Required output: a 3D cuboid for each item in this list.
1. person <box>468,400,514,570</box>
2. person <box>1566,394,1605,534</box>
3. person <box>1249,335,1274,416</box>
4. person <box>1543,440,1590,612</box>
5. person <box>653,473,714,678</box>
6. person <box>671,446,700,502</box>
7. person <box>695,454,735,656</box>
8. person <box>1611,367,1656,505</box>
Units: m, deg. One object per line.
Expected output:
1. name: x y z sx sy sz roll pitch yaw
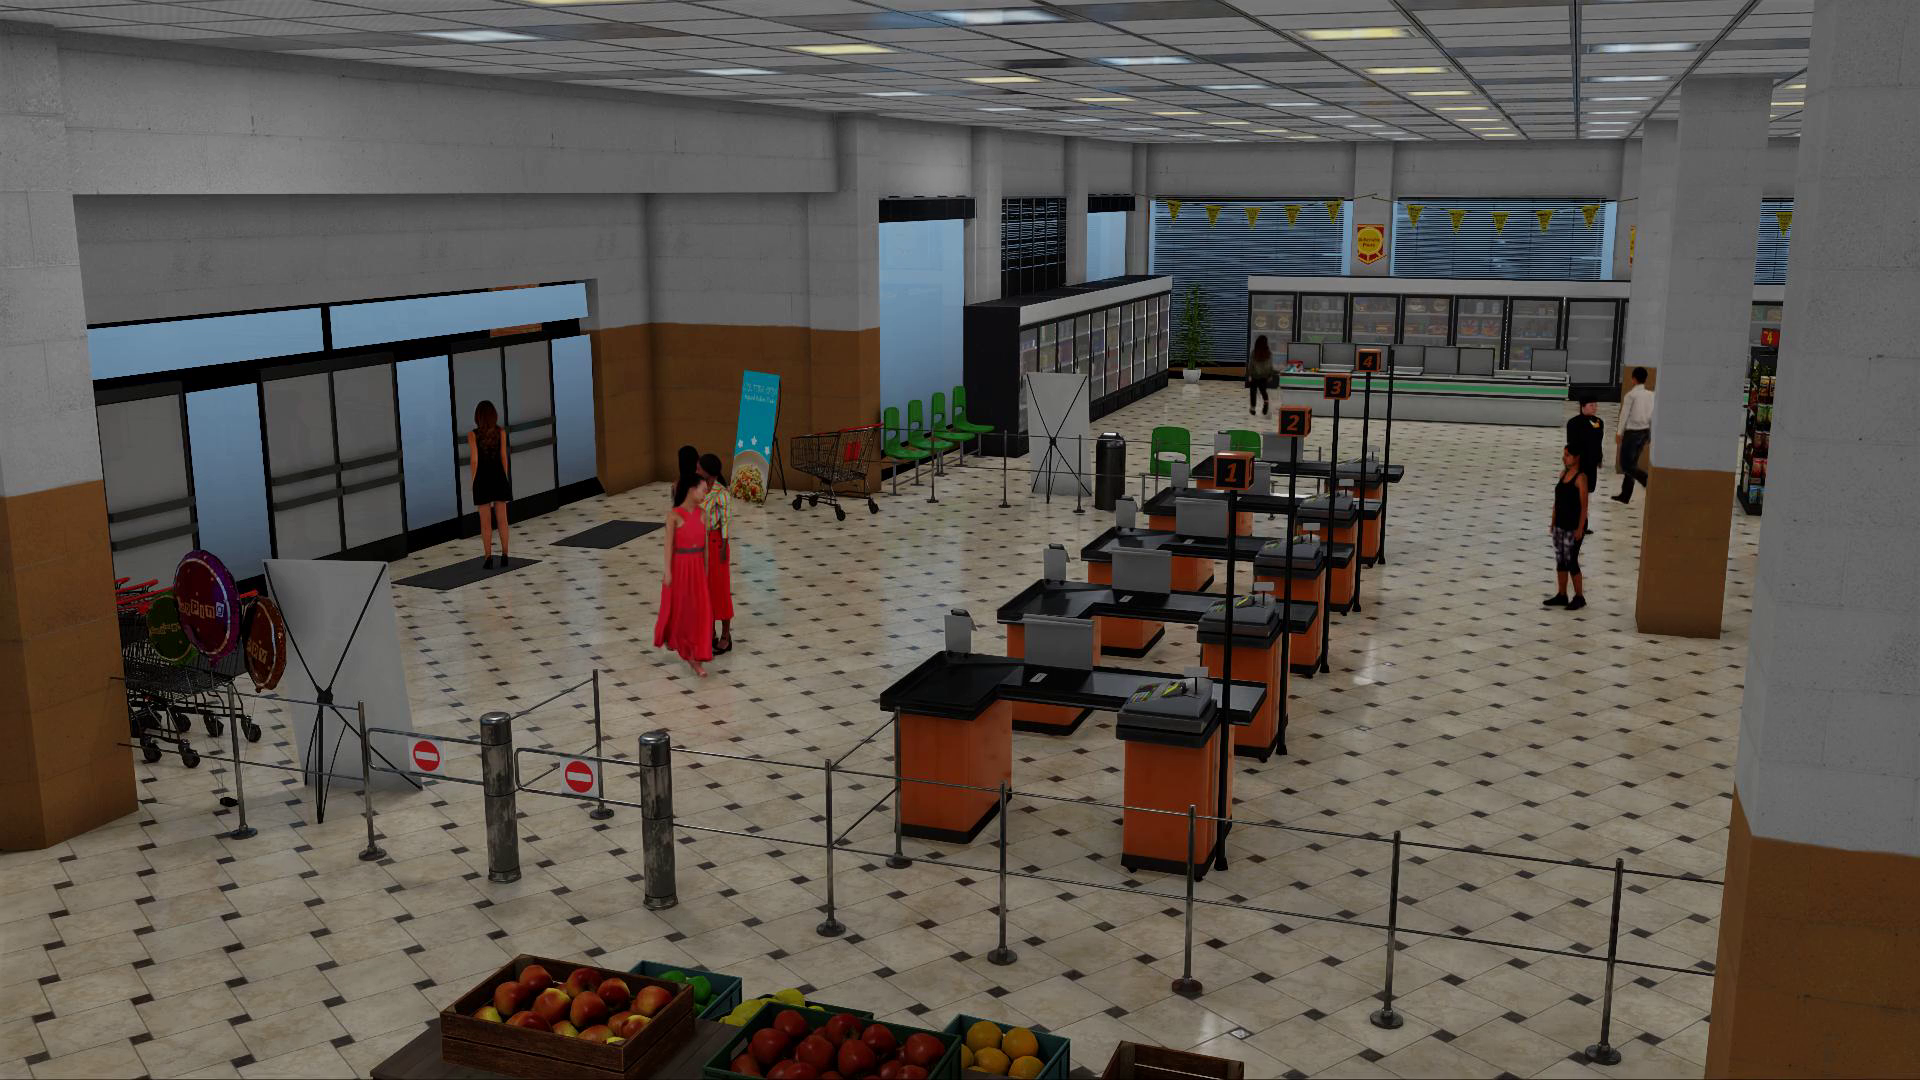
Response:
1. person: -5.057 -0.592 17.905 0.665 1.835 0.699 -8 14 -32
2. person: 7.402 -0.899 19.760 0.798 1.671 0.857 -6 13 -25
3. person: 5.439 -2.947 30.003 0.934 1.458 0.882 -1 12 -7
4. person: 5.990 -0.160 16.238 0.730 1.676 0.700 -3 12 -12
5. person: -2.363 0.294 14.064 0.998 1.683 1.185 -8 14 -32
6. person: -2.591 -0.098 16.017 0.598 1.645 0.692 7 14 31
7. person: -2.172 0.116 14.647 0.607 1.792 0.742 11 16 43
8. person: 8.754 -1.298 21.380 1.034 1.785 1.106 -6 13 -26
